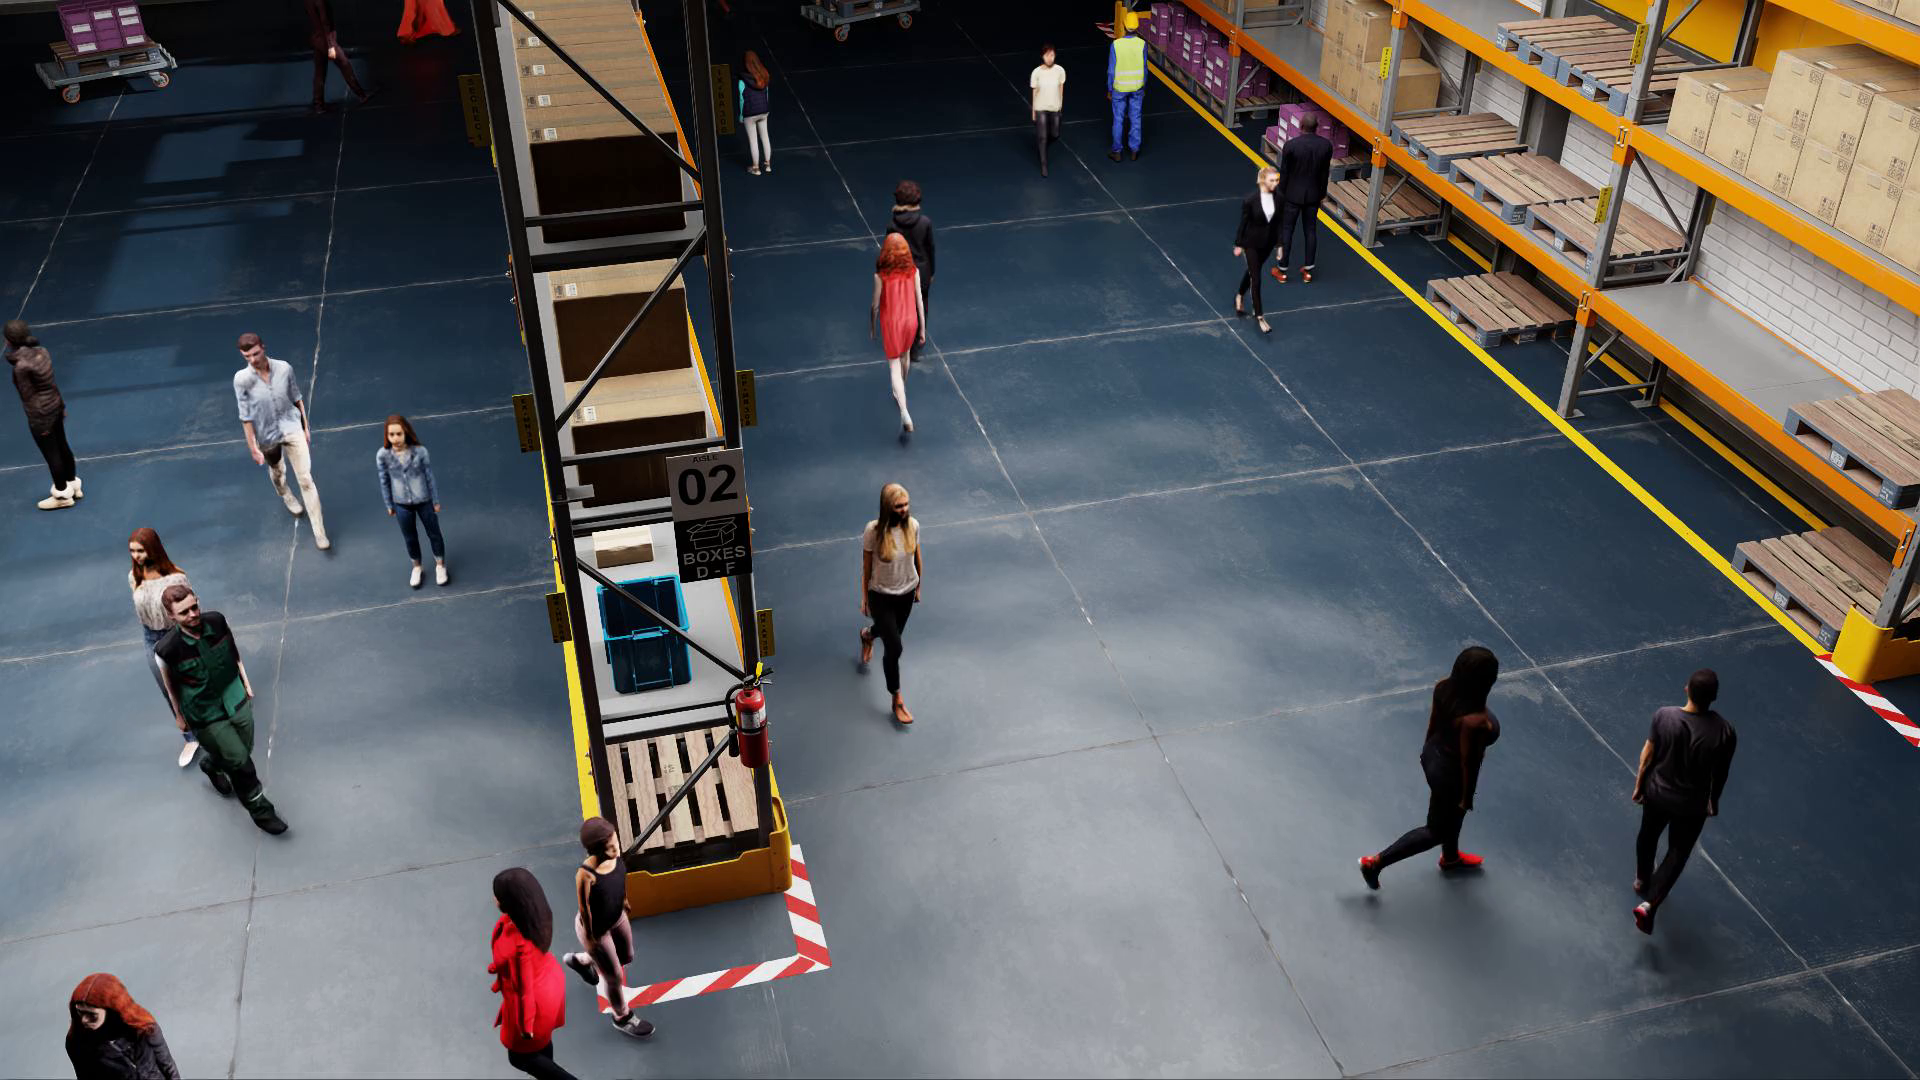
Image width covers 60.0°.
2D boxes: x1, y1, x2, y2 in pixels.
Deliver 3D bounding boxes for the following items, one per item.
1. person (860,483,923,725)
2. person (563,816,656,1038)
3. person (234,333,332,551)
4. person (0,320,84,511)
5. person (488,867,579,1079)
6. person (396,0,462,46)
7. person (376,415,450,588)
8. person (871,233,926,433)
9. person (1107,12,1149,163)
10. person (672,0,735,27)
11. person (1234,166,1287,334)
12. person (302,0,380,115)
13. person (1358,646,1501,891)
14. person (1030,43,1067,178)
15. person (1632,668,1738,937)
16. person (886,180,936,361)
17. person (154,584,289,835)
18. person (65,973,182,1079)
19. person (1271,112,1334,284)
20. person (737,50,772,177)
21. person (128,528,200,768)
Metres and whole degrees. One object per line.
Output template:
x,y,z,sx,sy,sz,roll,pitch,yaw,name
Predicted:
-0.530,0.340,11.524,0.805,1.791,1.181,-17,37,-23,person
-2.011,2.081,9.130,0.914,1.543,0.877,16,37,22,person
-5.491,-0.869,13.340,0.926,1.796,1.328,-21,39,-28,person
-7.536,-1.039,13.716,0.686,1.663,0.626,13,36,19,person
-2.128,2.343,8.558,0.772,1.739,0.723,-3,34,-4,person
-7.929,-8.043,24.175,1.296,1.748,1.189,27,42,34,person
-4.201,-0.318,12.801,0.559,1.475,0.491,-6,34,-9,person
-0.526,-1.798,14.749,0.635,1.784,1.132,-9,35,-14,person
2.047,-5.542,20.355,0.690,1.813,0.610,-4,34,-6,person
-3.844,-8.594,25.053,0.868,1.695,1.202,-17,37,-23,person
2.941,-2.936,16.579,0.674,1.652,1.084,-11,35,-16,person
-8.373,-6.471,21.748,1.205,1.817,1.176,24,41,32,person
2.845,1.399,9.934,0.823,1.789,1.100,-5,34,-7,person
1.037,-5.206,20.065,0.629,1.573,0.815,-6,34,-8,person
4.184,1.546,9.751,1.059,1.746,1.078,21,39,28,person
-0.452,-2.530,15.869,0.670,1.762,0.744,-5,34,-8,person
-4.718,1.021,10.477,1.175,1.817,1.094,20,38,27,person
-3.912,2.712,7.958,0.580,1.789,0.530,-6,34,-10,person
3.578,-3.579,17.400,0.725,1.815,0.655,-3,34,-4,person
-2.471,-5.166,20.071,0.660,1.500,0.687,-23,40,-30,person
-5.231,0.627,11.167,0.810,1.709,1.106,3,34,4,person
